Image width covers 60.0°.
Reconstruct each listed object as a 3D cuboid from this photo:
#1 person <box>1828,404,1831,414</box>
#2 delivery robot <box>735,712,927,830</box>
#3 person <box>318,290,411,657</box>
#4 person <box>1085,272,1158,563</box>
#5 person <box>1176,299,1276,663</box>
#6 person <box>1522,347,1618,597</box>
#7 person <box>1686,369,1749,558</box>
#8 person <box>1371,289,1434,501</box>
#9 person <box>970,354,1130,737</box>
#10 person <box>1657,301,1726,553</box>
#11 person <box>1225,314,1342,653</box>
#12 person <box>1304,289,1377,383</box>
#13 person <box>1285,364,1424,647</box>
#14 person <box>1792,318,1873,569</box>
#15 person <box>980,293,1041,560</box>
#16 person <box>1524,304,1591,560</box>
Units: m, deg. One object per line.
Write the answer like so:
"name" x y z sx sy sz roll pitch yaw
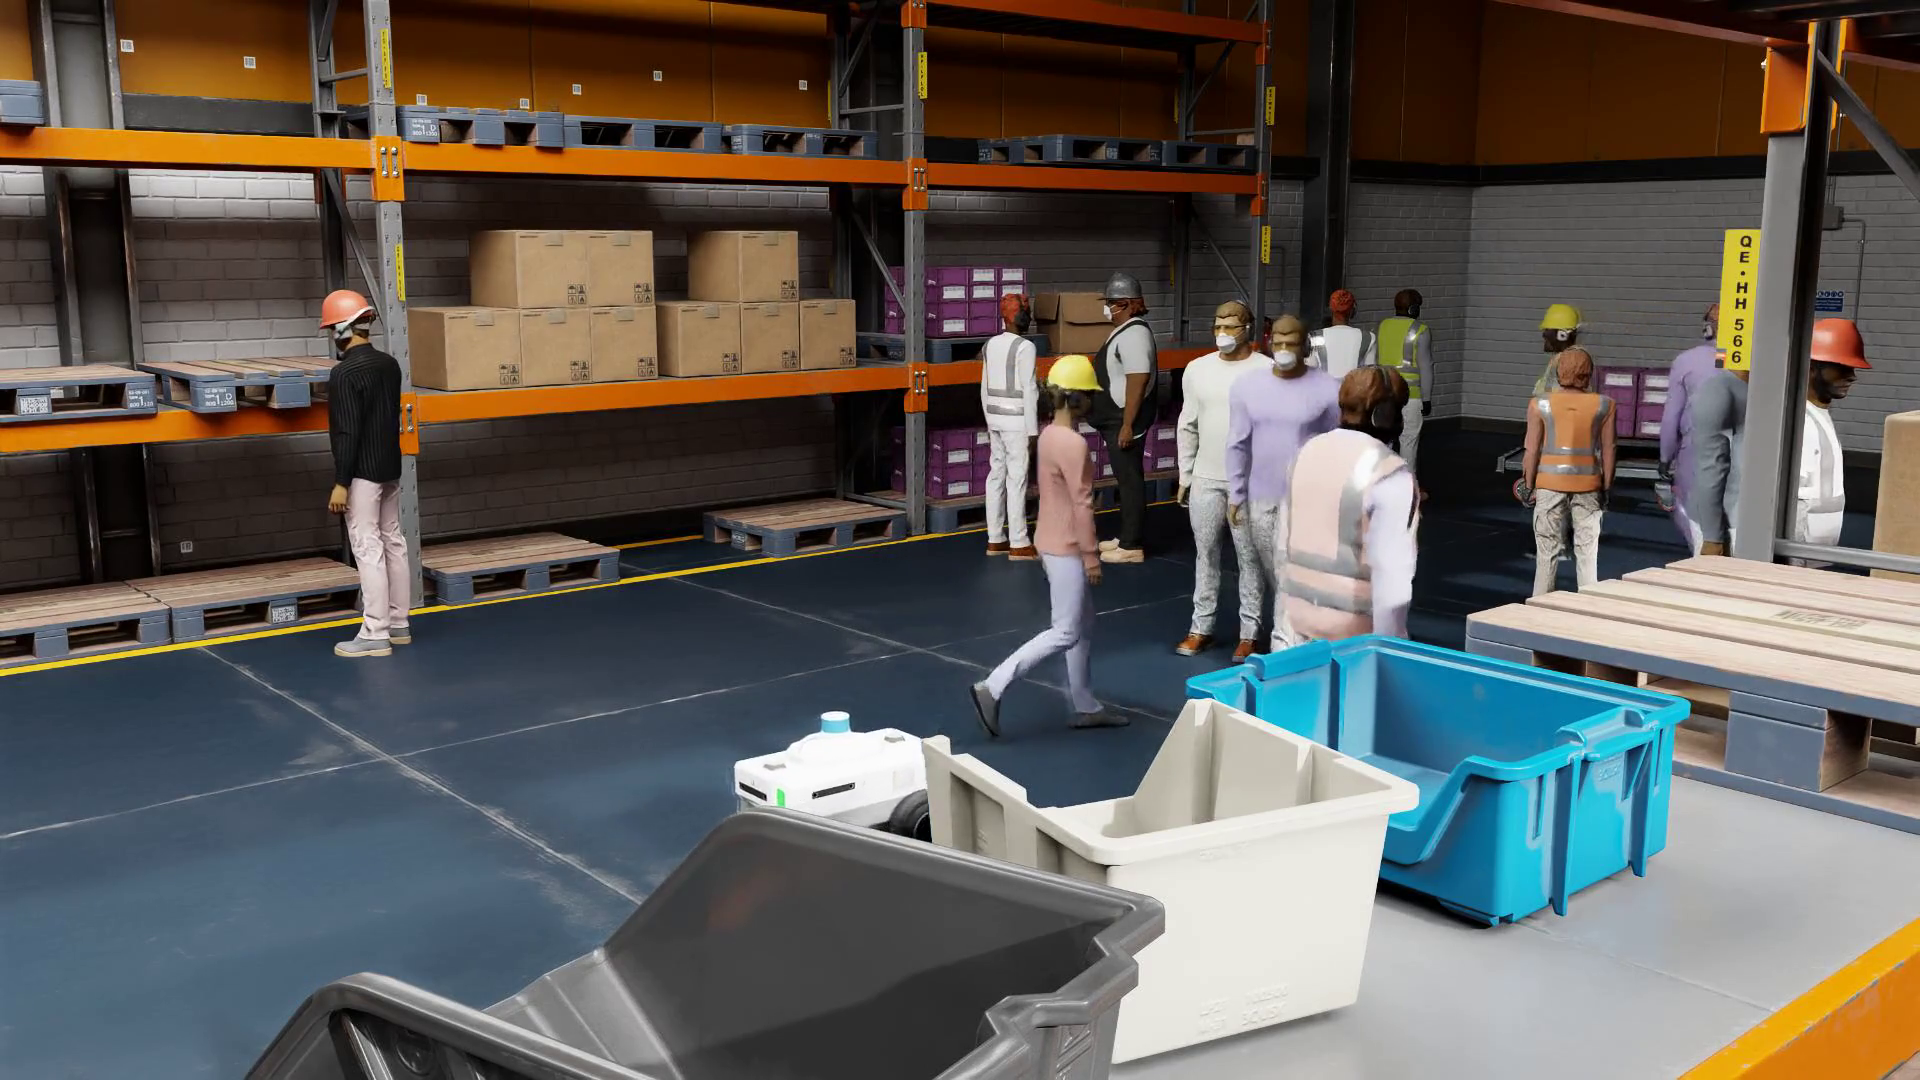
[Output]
"person" 6.429 -0.971 13.007 0.628 1.815 0.869 9 14 42
"delivery robot" -0.445 0.861 5.967 0.707 0.478 0.477 -8 13 -38
"person" -3.246 -0.358 9.051 0.393 1.985 0.611 1 10 8
"person" 1.120 -0.866 11.741 0.535 2.000 0.688 1 10 4
"person" 1.451 -0.313 8.932 0.630 1.940 0.372 6 12 30
"person" 3.516 -0.288 9.625 0.516 1.640 0.314 2 10 13
"person" 3.481 -0.055 7.484 0.373 1.940 0.629 9 14 43
"person" 3.861 -1.258 14.497 0.429 1.841 0.634 -8 13 -37
"person" 0.420 0.038 7.487 0.725 1.744 0.529 -1 10 -8
"person" 4.632 -0.503 10.127 0.672 1.883 0.610 0 10 2
"person" 1.728 -0.245 8.721 0.625 1.893 1.007 5 11 27
"person" 2.916 -0.987 12.855 0.584 1.882 0.345 0 10 -1
"person" 1.369 0.300 5.817 0.440 1.823 0.633 -5 11 -26
"person" 3.476 0.061 6.845 0.368 1.933 0.551 6 12 29
"person" 0.370 -0.800 11.812 0.361 1.882 0.575 -7 12 -33
"person" 4.210 -0.748 11.719 0.415 1.818 0.594 2 10 12
